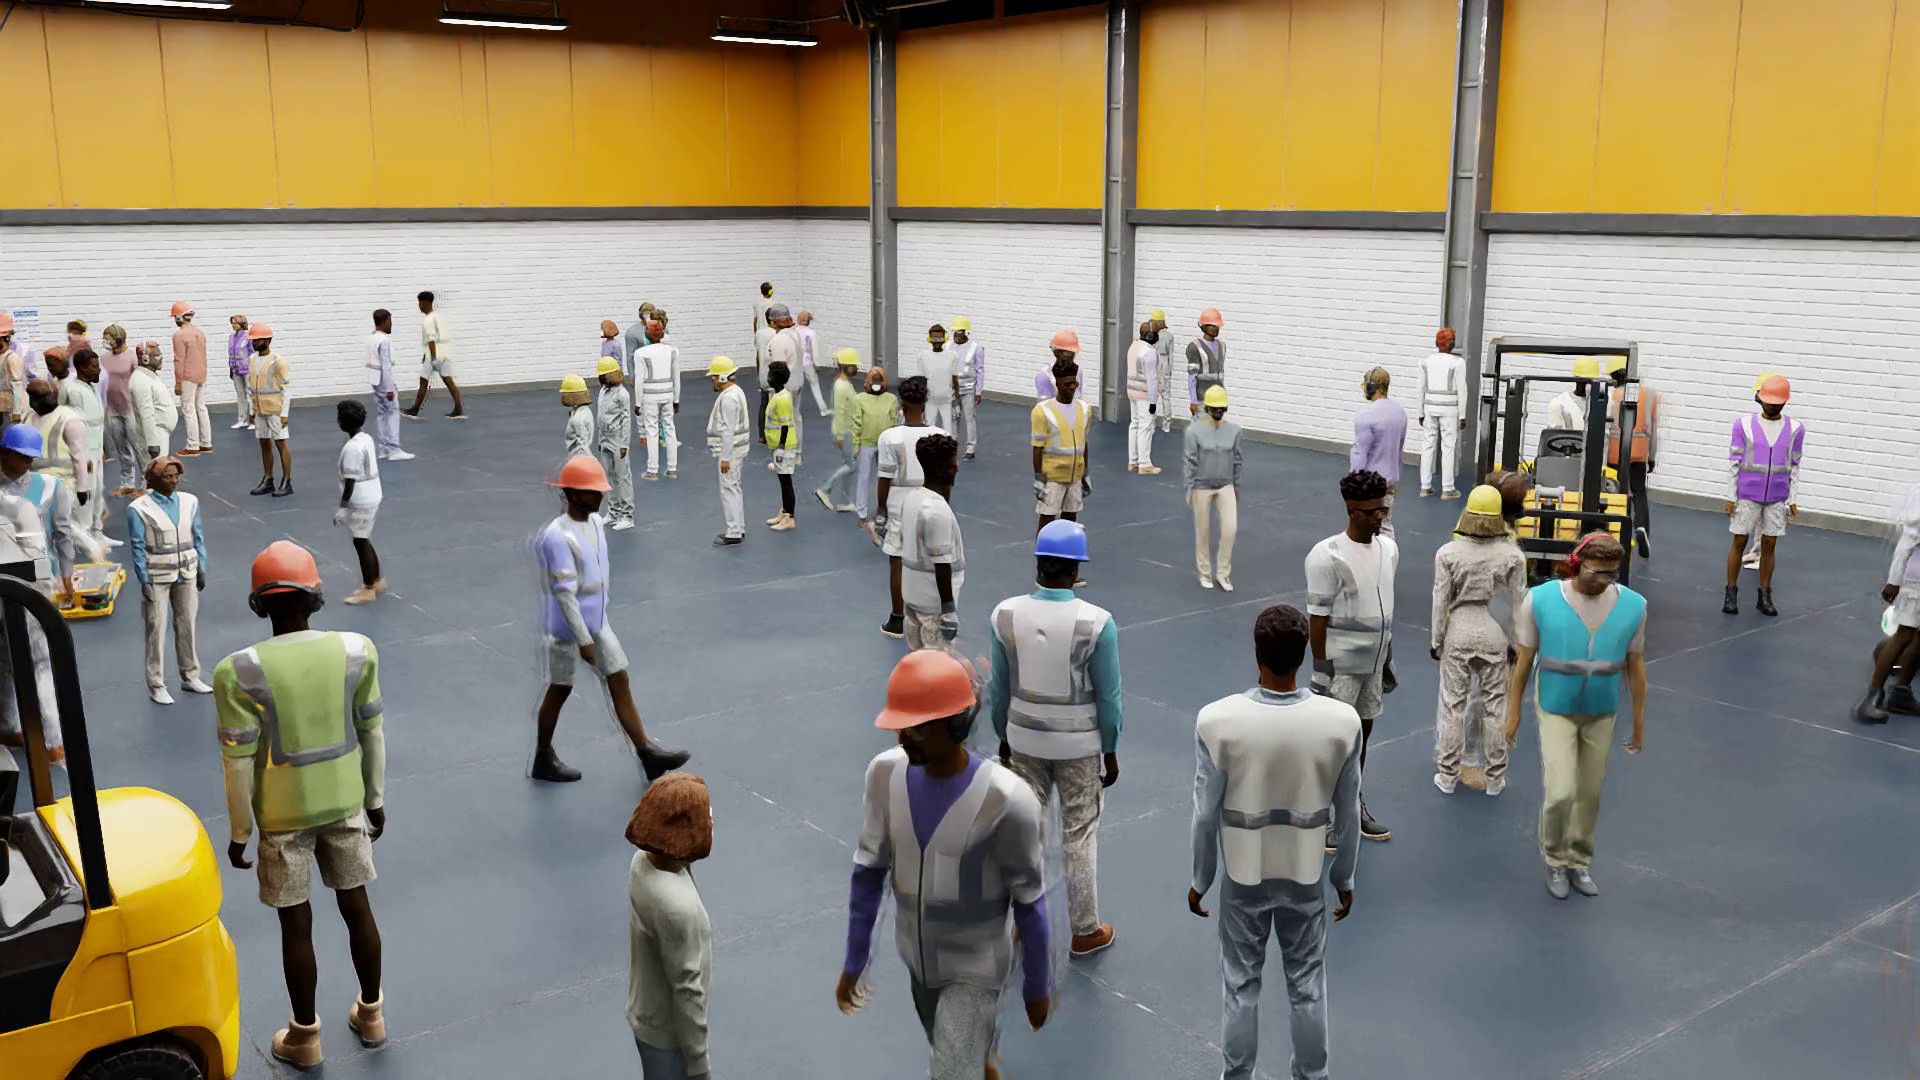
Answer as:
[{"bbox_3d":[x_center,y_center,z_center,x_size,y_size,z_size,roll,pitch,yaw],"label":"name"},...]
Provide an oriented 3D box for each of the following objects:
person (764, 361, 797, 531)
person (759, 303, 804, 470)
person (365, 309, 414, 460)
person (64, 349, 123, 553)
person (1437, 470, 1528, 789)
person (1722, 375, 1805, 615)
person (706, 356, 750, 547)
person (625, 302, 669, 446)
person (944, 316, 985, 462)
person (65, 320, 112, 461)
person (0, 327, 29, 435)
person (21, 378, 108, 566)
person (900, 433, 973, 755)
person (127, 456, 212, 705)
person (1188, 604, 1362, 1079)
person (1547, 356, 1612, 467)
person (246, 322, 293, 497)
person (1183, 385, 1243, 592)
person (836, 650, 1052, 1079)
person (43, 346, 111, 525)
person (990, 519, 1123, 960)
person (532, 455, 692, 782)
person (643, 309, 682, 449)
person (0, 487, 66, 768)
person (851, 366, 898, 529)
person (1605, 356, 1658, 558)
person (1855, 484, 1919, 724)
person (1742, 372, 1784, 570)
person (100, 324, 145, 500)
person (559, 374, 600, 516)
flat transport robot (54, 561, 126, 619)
[{"bbox_3d":[-1.789,-0.939,16.601,0.319,1.699,0.533,-2,12,-10],"label":"person"},{"bbox_3d":[-2.188,-1.882,20.325,0.536,2.000,0.683,4,12,18],"label":"person"},{"bbox_3d":[-7.274,-1.969,21.066,0.459,1.915,0.608,-8,14,-35],"label":"person"},{"bbox_3d":[-8.175,-0.829,15.571,0.394,1.910,0.591,-3,12,-13],"label":"person"},{"bbox_3d":[2.981,0.486,9.473,0.435,1.809,0.686,2,12,8],"label":"person"},{"bbox_3d":[6.378,-0.352,13.209,0.542,1.928,0.374,3,12,12],"label":"person"},{"bbox_3d":[-2.210,-0.847,15.882,0.403,1.817,0.601,-1,12,-3],"label":"person"},{"bbox_3d":[-4.150,-2.216,22.218,0.639,1.928,0.375,-9,15,-37],"label":"person"},{"bbox_3d":[0.014,-1.899,20.907,0.588,1.835,0.404,7,14,31],"label":"person"},{"bbox_3d":[-10.905,-1.820,20.570,0.605,1.813,0.766,7,14,31],"label":"person"},{"bbox_3d":[-10.723,-1.490,18.728,0.548,1.923,0.391,10,15,41],"label":"person"},{"bbox_3d":[-7.667,-0.492,14.175,0.633,1.816,0.828,5,13,21],"label":"person"},{"bbox_3d":[-0.153,0.345,9.750,0.368,1.967,0.600,-4,12,-20],"label":"person"},{"bbox_3d":[-5.223,0.256,10.996,0.313,1.637,0.515,7,14,31],"label":"person"},{"bbox_3d":[1.106,1.175,5.858,0.597,1.916,0.370,0,12,-1],"label":"person"},{"bbox_3d":[5.528,-0.690,14.878,0.582,1.919,0.396,-2,12,-9],"label":"person"},{"bbox_3d":[-7.683,-1.444,18.457,0.542,1.939,0.365,5,13,22],"label":"person"},{"bbox_3d":[2.138,-0.423,13.979,0.541,1.741,0.598,-1,12,-7],"label":"person"},{"bbox_3d":[-0.069,1.298,5.106,0.627,1.979,1.072,9,15,37],"label":"person"},{"bbox_3d":[-8.734,-0.981,16.382,0.627,1.867,0.420,7,13,29],"label":"person"},{"bbox_3d":[0.425,0.873,7.267,0.602,1.938,0.400,6,13,25],"label":"person"},{"bbox_3d":[-2.024,0.472,9.314,0.980,1.886,0.552,4,12,19],"label":"person"},{"bbox_3d":[-3.958,-2.132,22.006,0.508,1.846,0.345,9,15,37],"label":"person"},{"bbox_3d":[-5.574,0.383,9.760,0.651,1.888,0.431,5,13,21],"label":"person"},{"bbox_3d":[-0.849,-0.933,16.728,0.498,1.633,0.278,-5,13,-22],"label":"person"},{"bbox_3d":[6.142,-0.759,15.301,0.632,1.883,0.788,1,12,5],"label":"person"},{"bbox_3d":[6.087,0.234,10.482,0.713,1.889,0.441,-8,14,-35],"label":"person"},{"bbox_3d":[7.176,-0.617,14.882,0.319,1.767,0.534,2,12,10],"label":"person"},{"bbox_3d":[-9.146,-1.399,18.248,0.635,1.934,0.351,4,12,20],"label":"person"},{"bbox_3d":[-3.410,-0.618,14.949,0.322,1.741,0.489,-1,12,-6],"label":"person"},{"bbox_3d":[-7.257,0.400,13.600,0.652,0.197,1.431,-5,13,-21],"label":"flat transport robot"}]
